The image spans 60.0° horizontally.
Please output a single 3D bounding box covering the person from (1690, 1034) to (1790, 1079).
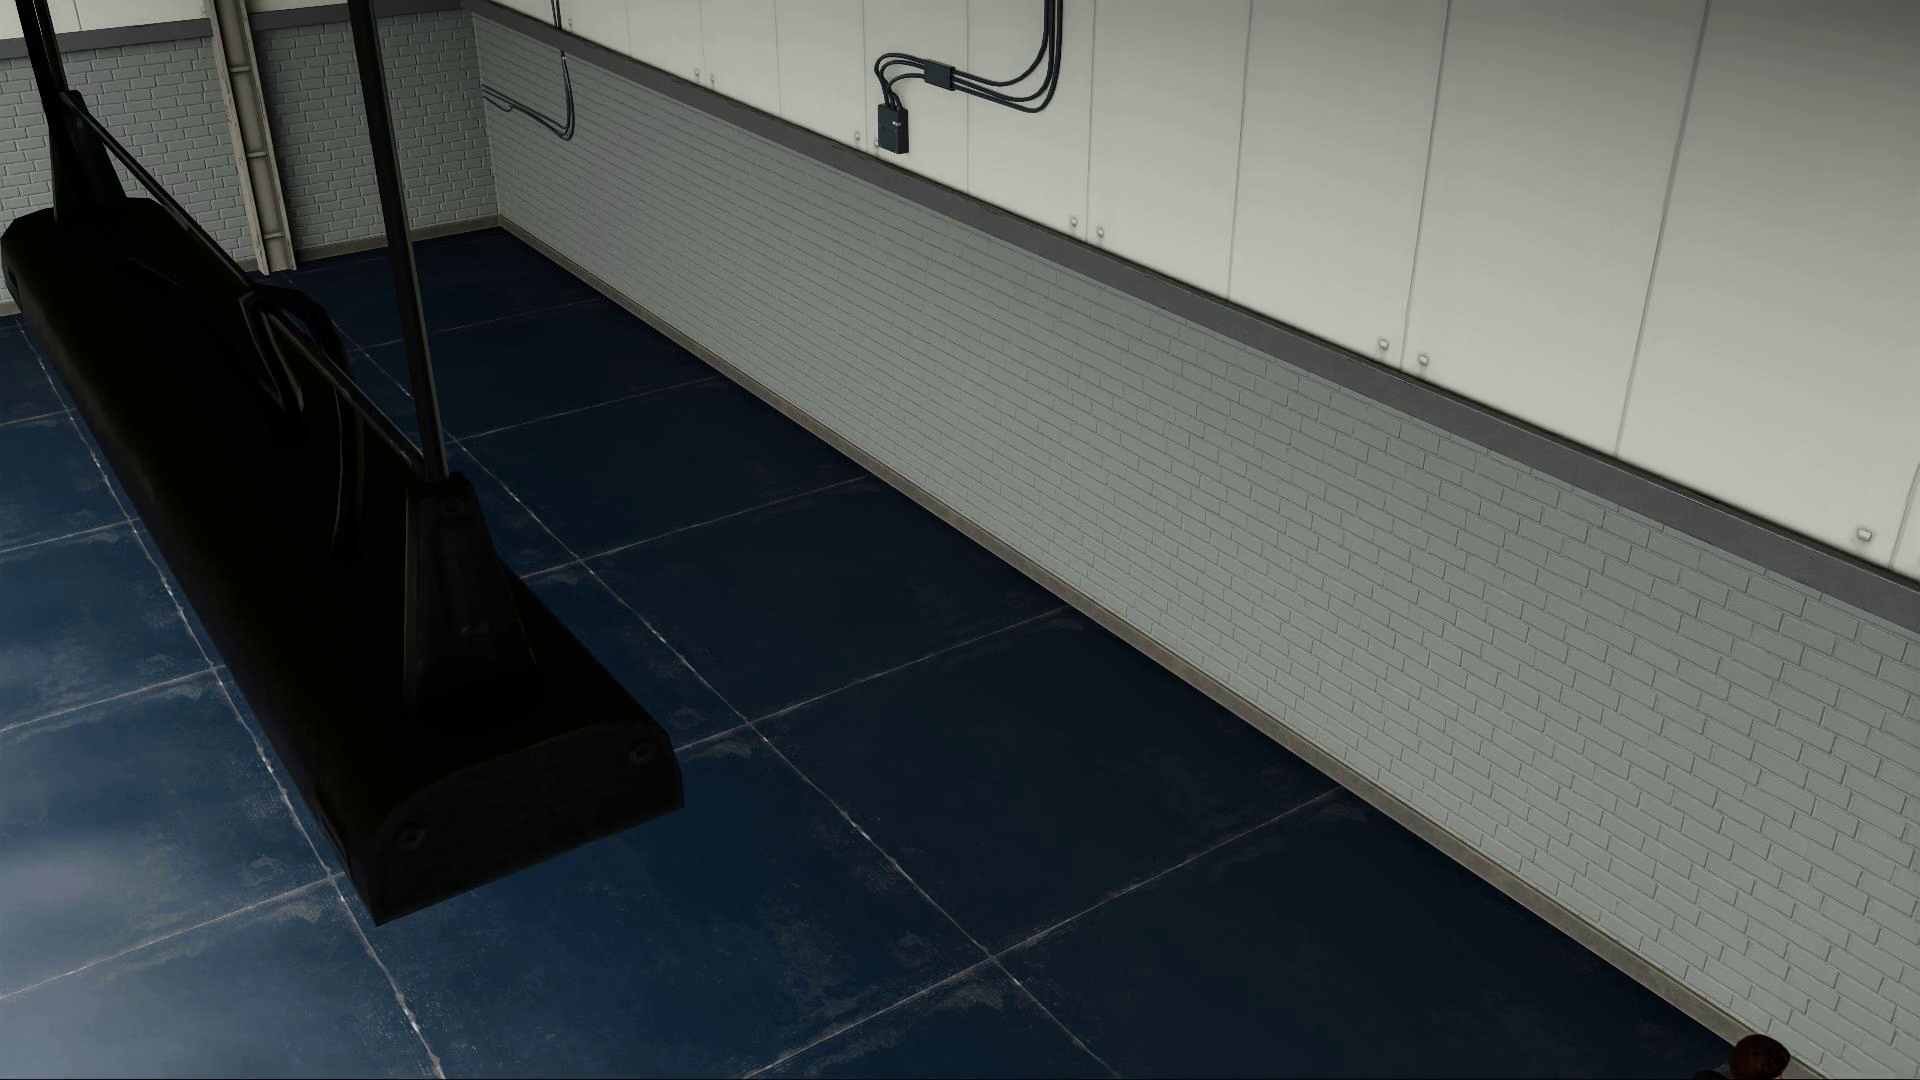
[{"bbox_3d":[3.237,2.863,7.184,0.675,1.857,0.739,-10,30,-18],"label":"person"}]
